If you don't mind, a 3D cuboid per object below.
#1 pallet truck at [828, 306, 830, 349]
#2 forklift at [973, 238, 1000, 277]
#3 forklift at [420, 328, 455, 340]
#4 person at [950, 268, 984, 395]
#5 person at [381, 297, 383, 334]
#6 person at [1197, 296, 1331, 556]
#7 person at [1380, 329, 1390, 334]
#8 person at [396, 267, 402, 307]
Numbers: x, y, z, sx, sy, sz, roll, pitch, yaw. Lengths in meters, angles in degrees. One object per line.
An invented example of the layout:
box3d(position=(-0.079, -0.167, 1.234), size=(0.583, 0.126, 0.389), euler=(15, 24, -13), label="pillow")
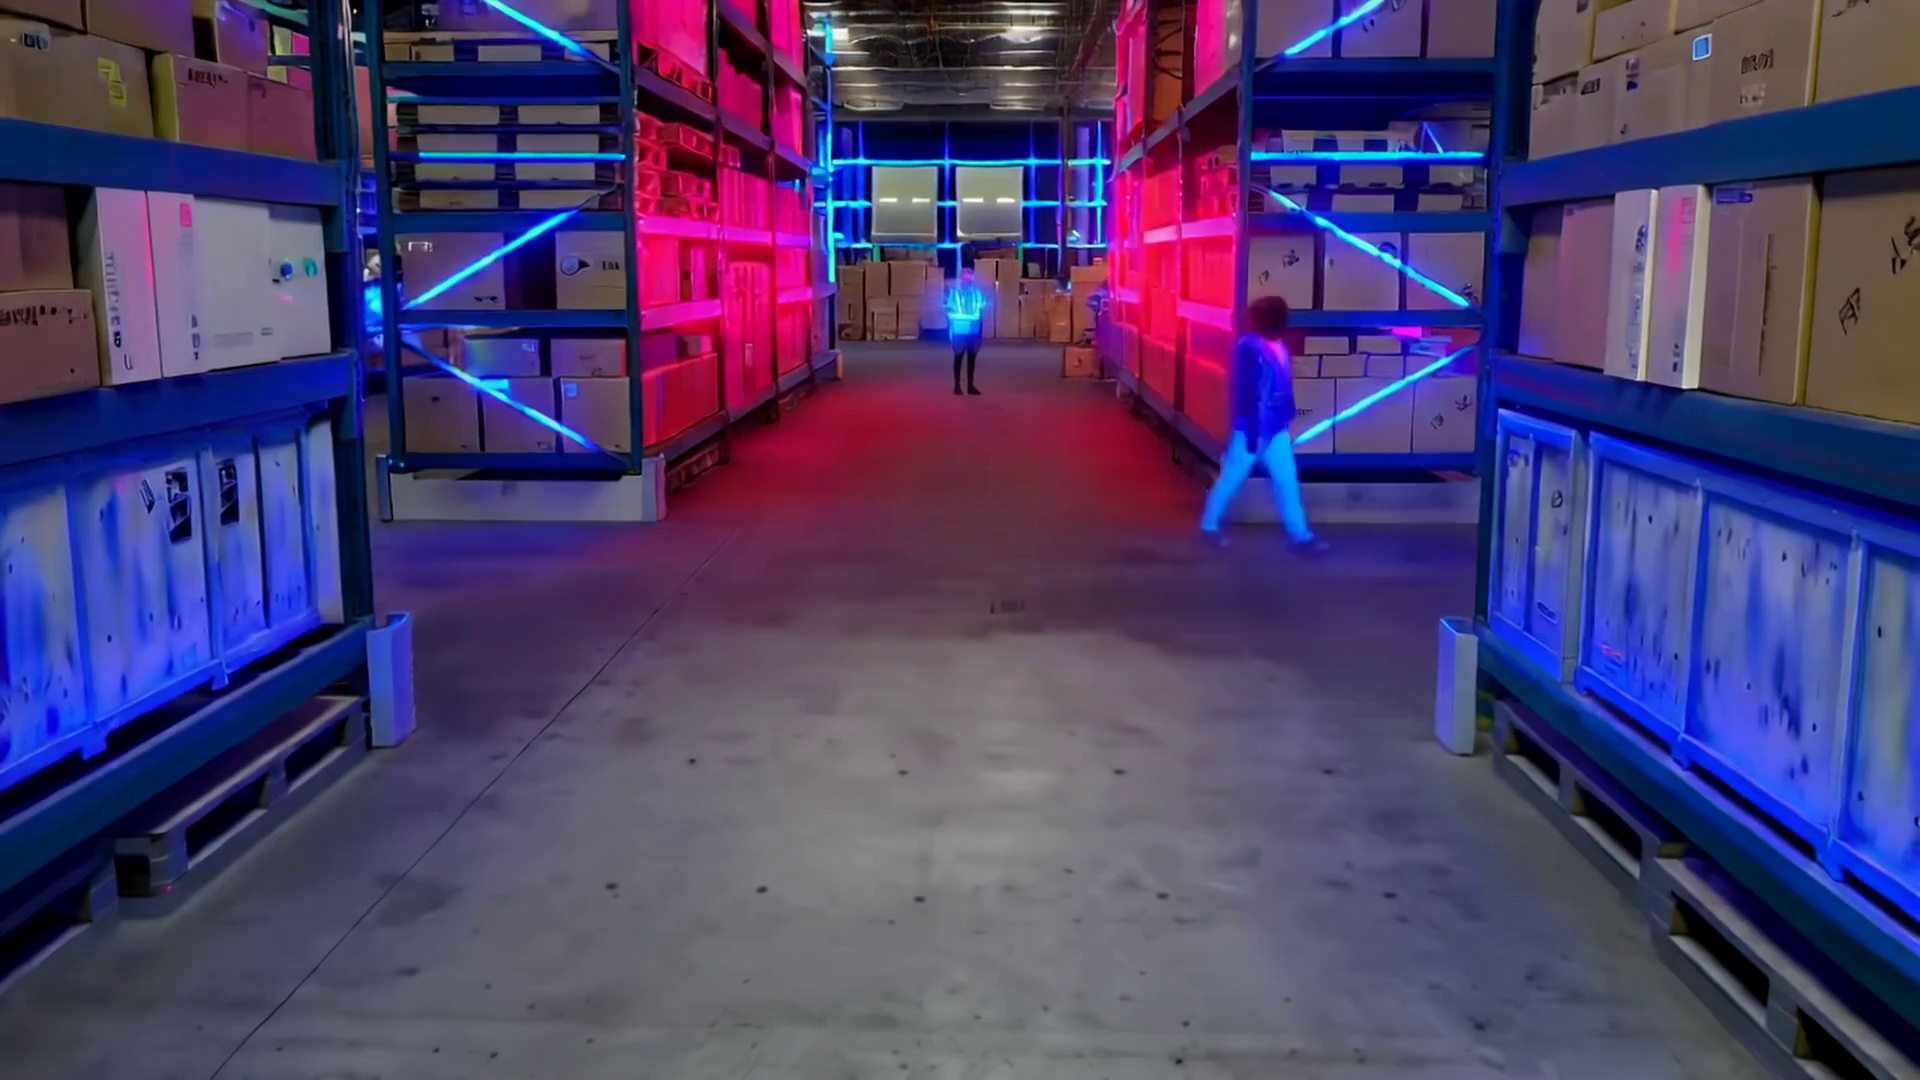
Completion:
box3d(position=(-3.100, -3.940, 29.800), size=(1.885, 1.965, 0.823), euler=(3, 10, 19), label="pallet truck")
box3d(position=(0.890, -8.731, 55.860), size=(1.129, 2.768, 1.873), euler=(0, 9, 1), label="forklift")
box3d(position=(-13.047, -6.499, 42.489), size=(1.129, 2.768, 1.873), euler=(0, 9, 1), label="forklift")
box3d(position=(0.115, -3.185, 25.455), size=(0.546, 1.939, 0.375), euler=(-3, 10, -20), label="person")
box3d(position=(-13.095, -5.124, 38.022), size=(0.622, 1.619, 0.526), euler=(-3, 10, -16), label="person")
box3d(position=(2.095, -0.793, 11.575), size=(0.987, 1.794, 0.639), euler=(7, 12, 37), label="person")
box3d(position=(7.241, -3.637, 28.884), size=(0.317, 1.695, 0.540), euler=(-9, 13, -44), label="person")
box3d(position=(-20.730, -9.106, 61.034), size=(0.631, 1.901, 0.667), euler=(-2, 10, -12), label="person")
